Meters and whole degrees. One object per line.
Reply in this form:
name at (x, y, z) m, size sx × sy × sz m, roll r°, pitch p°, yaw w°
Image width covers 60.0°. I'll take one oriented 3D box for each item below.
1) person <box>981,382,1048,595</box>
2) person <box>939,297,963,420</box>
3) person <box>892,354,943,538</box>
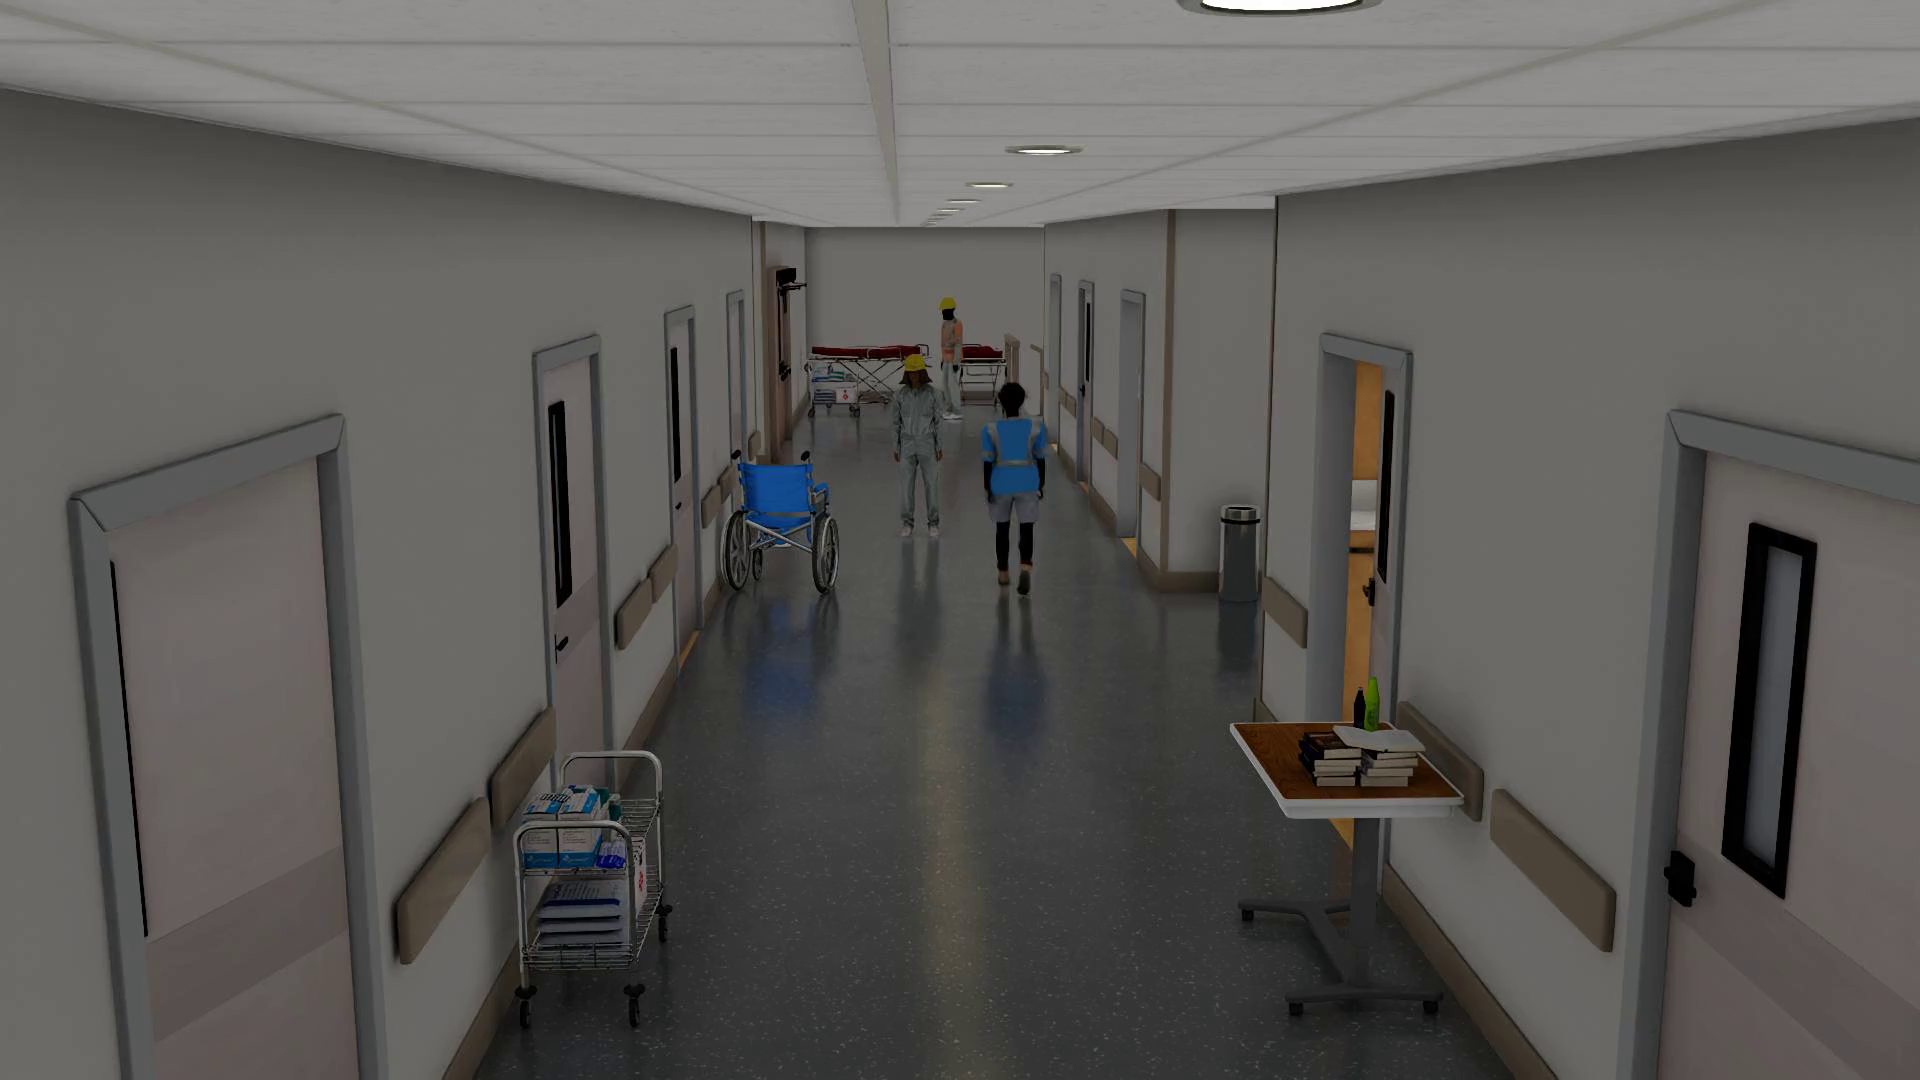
person at (0.429, -0.415, 13.195) m, size 0.530 × 1.672 × 0.749 m, roll 0°, pitch 10°, yaw 2°
person at (-0.159, -2.835, 26.018) m, size 0.398 × 1.916 × 0.599 m, roll -4°, pitch 11°, yaw -22°
person at (-0.399, -0.877, 15.604) m, size 0.486 × 1.736 × 0.315 m, roll 1°, pitch 10°, yaw 5°
